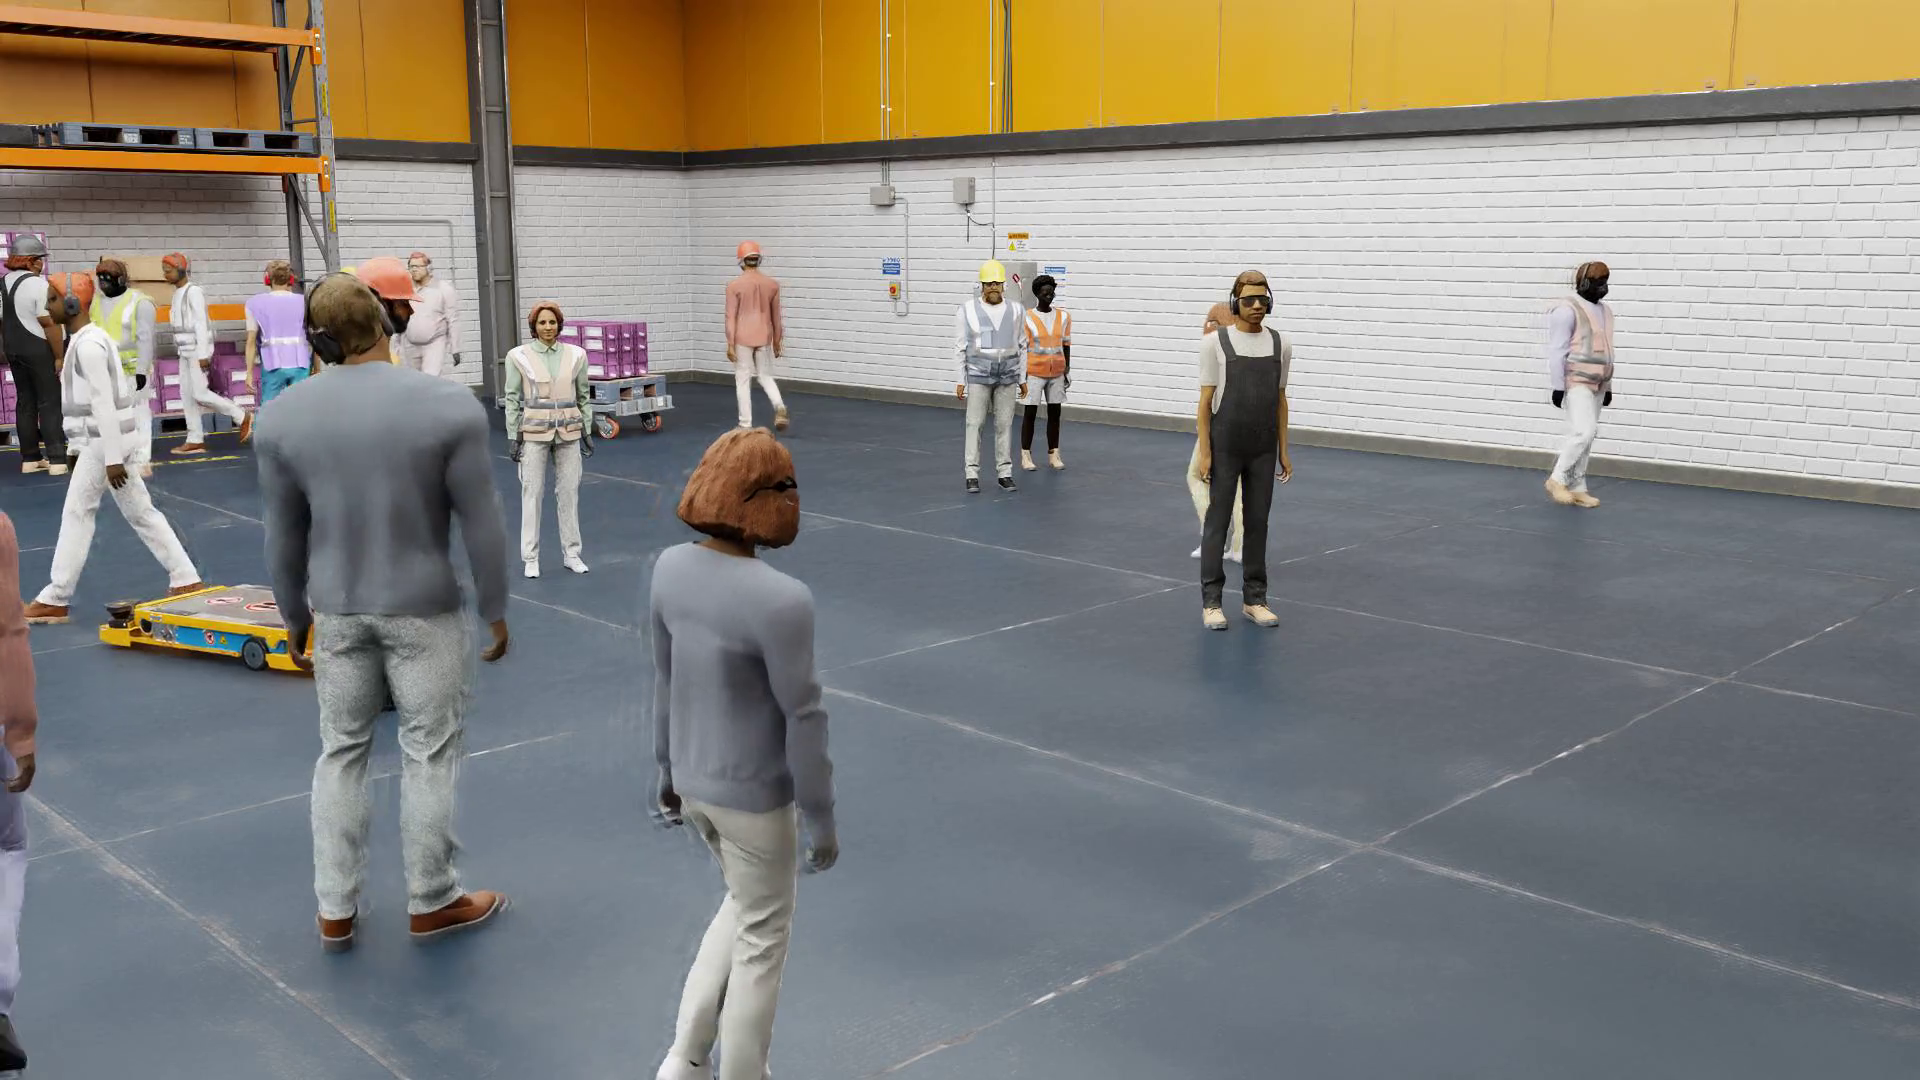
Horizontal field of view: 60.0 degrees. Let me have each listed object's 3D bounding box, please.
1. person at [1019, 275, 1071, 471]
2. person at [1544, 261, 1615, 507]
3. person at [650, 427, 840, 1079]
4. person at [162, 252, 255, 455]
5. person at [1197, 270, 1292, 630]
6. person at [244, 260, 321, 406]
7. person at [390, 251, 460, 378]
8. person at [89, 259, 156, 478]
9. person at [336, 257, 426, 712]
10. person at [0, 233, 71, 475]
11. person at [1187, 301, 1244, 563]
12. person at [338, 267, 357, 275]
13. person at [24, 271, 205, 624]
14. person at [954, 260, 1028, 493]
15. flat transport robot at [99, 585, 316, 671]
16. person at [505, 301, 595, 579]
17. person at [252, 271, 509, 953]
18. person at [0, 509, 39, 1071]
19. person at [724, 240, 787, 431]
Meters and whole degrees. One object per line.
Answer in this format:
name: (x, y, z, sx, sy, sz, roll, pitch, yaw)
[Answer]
person: (0.715, -1.436, 14.336, 0.531, 1.689, 0.322, -4, 11, -22)
person: (4.639, -1.147, 12.362, 0.651, 1.832, 0.447, -8, 13, -37)
person: (-0.455, 0.555, 3.666, 0.345, 1.617, 0.519, -10, 14, -44)
person: (-7.042, -1.735, 15.491, 0.675, 1.866, 0.628, -9, 14, -42)
person: (1.470, -0.459, 8.580, 0.504, 1.847, 0.345, -3, 11, -14)
person: (-5.575, -1.382, 13.686, 0.640, 1.815, 0.588, -7, 12, -33)
person: (-5.346, -1.951, 16.668, 0.666, 1.873, 0.947, 1, 10, 6)
person: (-6.942, -1.388, 13.714, 0.622, 1.822, 0.585, 2, 11, 10)
person: (-2.443, -0.232, 7.116, 0.383, 1.933, 0.542, -8, 13, -36)
person: (-7.809, -1.580, 14.157, 0.684, 2.000, 0.537, 5, 12, 25)
person: (1.632, -0.657, 10.295, 0.509, 1.619, 0.450, -5, 12, -27)
person: (-5.369, -1.547, 14.785, 0.493, 1.746, 0.283, 8, 13, 36)
person: (-4.512, -0.485, 8.749, 0.971, 1.840, 0.595, -4, 11, -21)
person: (0.254, -1.285, 13.121, 0.600, 1.830, 0.404, -3, 11, -14)
flat transport robot: (-3.442, 0.409, 8.145, 1.431, 0.197, 0.652, 5, 11, 25)
person: (-2.436, -0.598, 9.897, 0.524, 1.639, 0.308, -6, 12, -30)
person: (-1.616, 0.222, 4.684, 0.674, 1.918, 0.389, 0, 10, 2)
person: (-2.440, 0.449, 3.906, 0.522, 1.748, 0.400, -3, 11, -15)
person: (-2.059, -2.020, 16.751, 0.622, 1.978, 0.675, -7, 13, -35)
